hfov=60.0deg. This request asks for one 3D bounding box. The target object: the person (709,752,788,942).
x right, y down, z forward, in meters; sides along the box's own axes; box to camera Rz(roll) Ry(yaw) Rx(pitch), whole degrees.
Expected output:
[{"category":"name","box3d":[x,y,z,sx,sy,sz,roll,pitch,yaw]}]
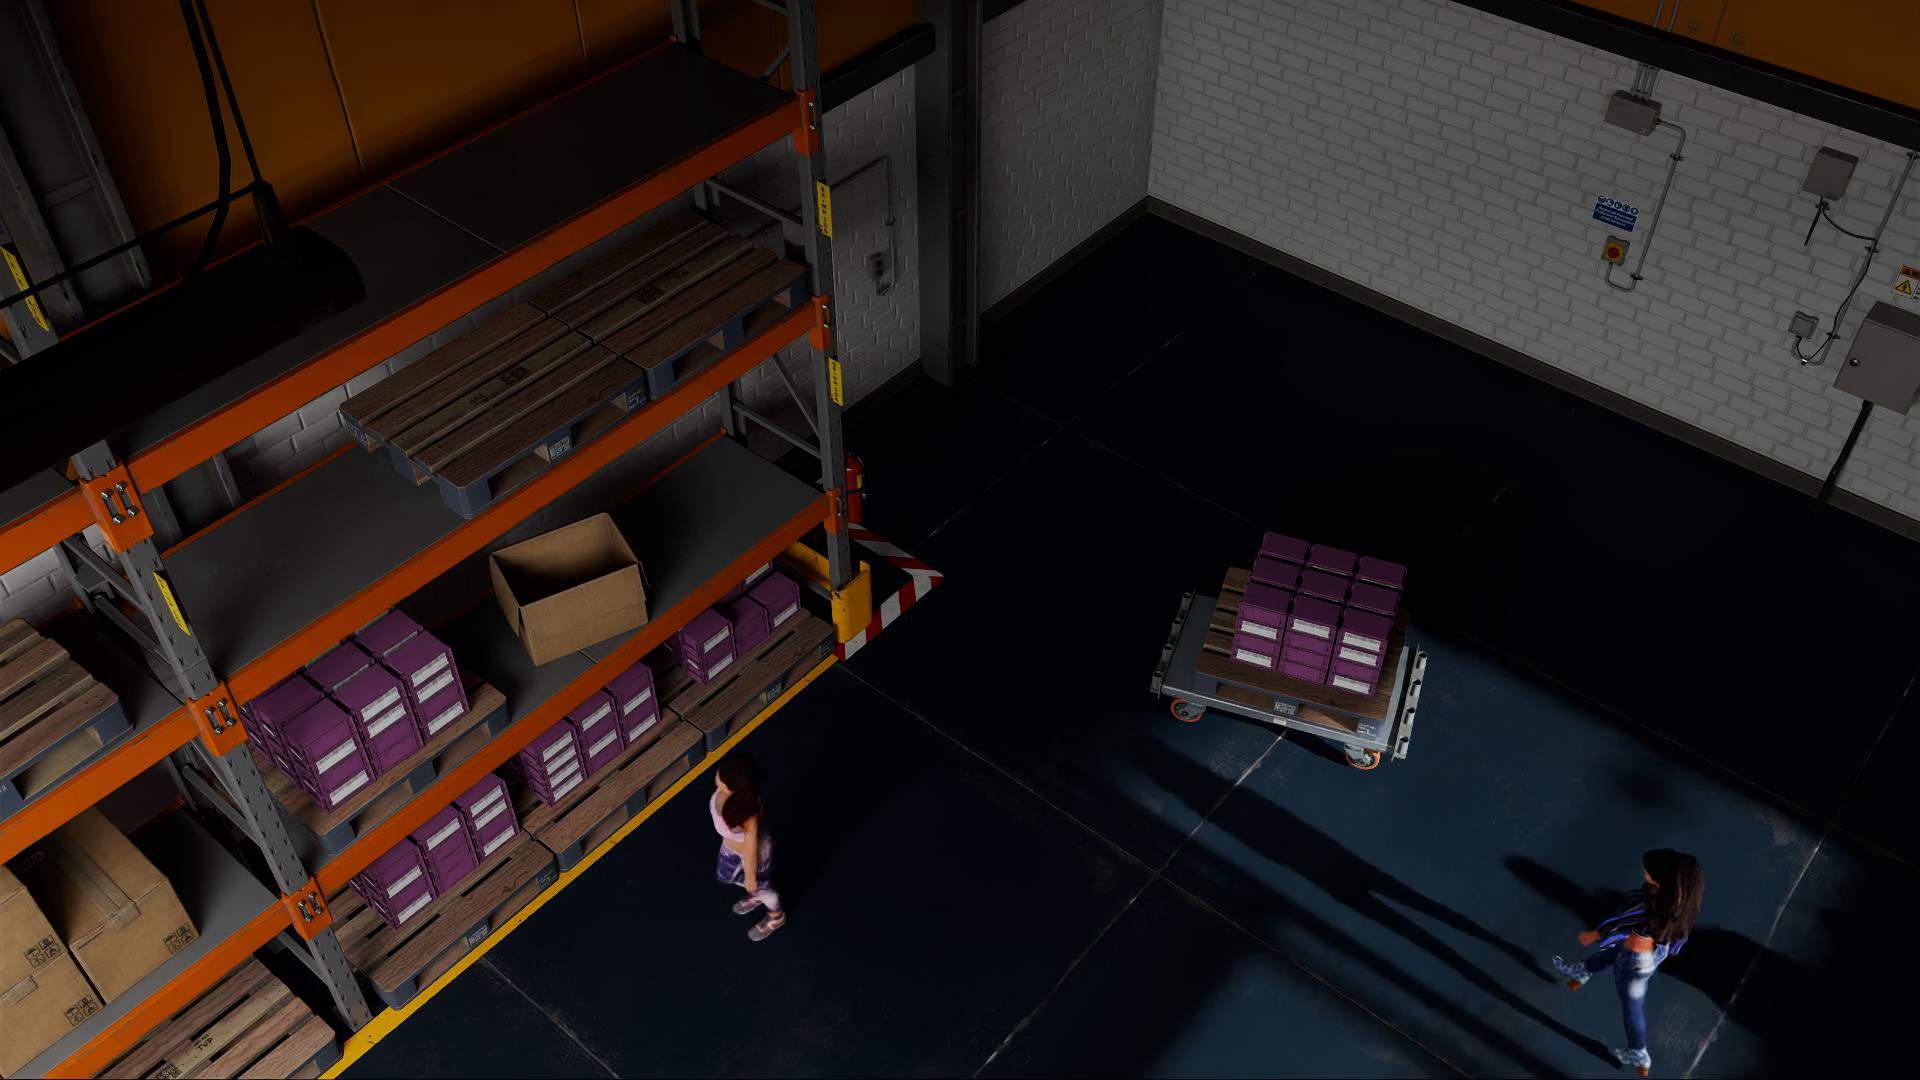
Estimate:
[{"category":"person","box3d":[-1.126,1.673,9.167,0.724,1.749,0.737,-13,45,-13]}]

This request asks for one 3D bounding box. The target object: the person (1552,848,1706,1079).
[{"category":"person","box3d":[3.600,2.225,8.705,1.009,1.586,0.834,-24,49,-23]}]
